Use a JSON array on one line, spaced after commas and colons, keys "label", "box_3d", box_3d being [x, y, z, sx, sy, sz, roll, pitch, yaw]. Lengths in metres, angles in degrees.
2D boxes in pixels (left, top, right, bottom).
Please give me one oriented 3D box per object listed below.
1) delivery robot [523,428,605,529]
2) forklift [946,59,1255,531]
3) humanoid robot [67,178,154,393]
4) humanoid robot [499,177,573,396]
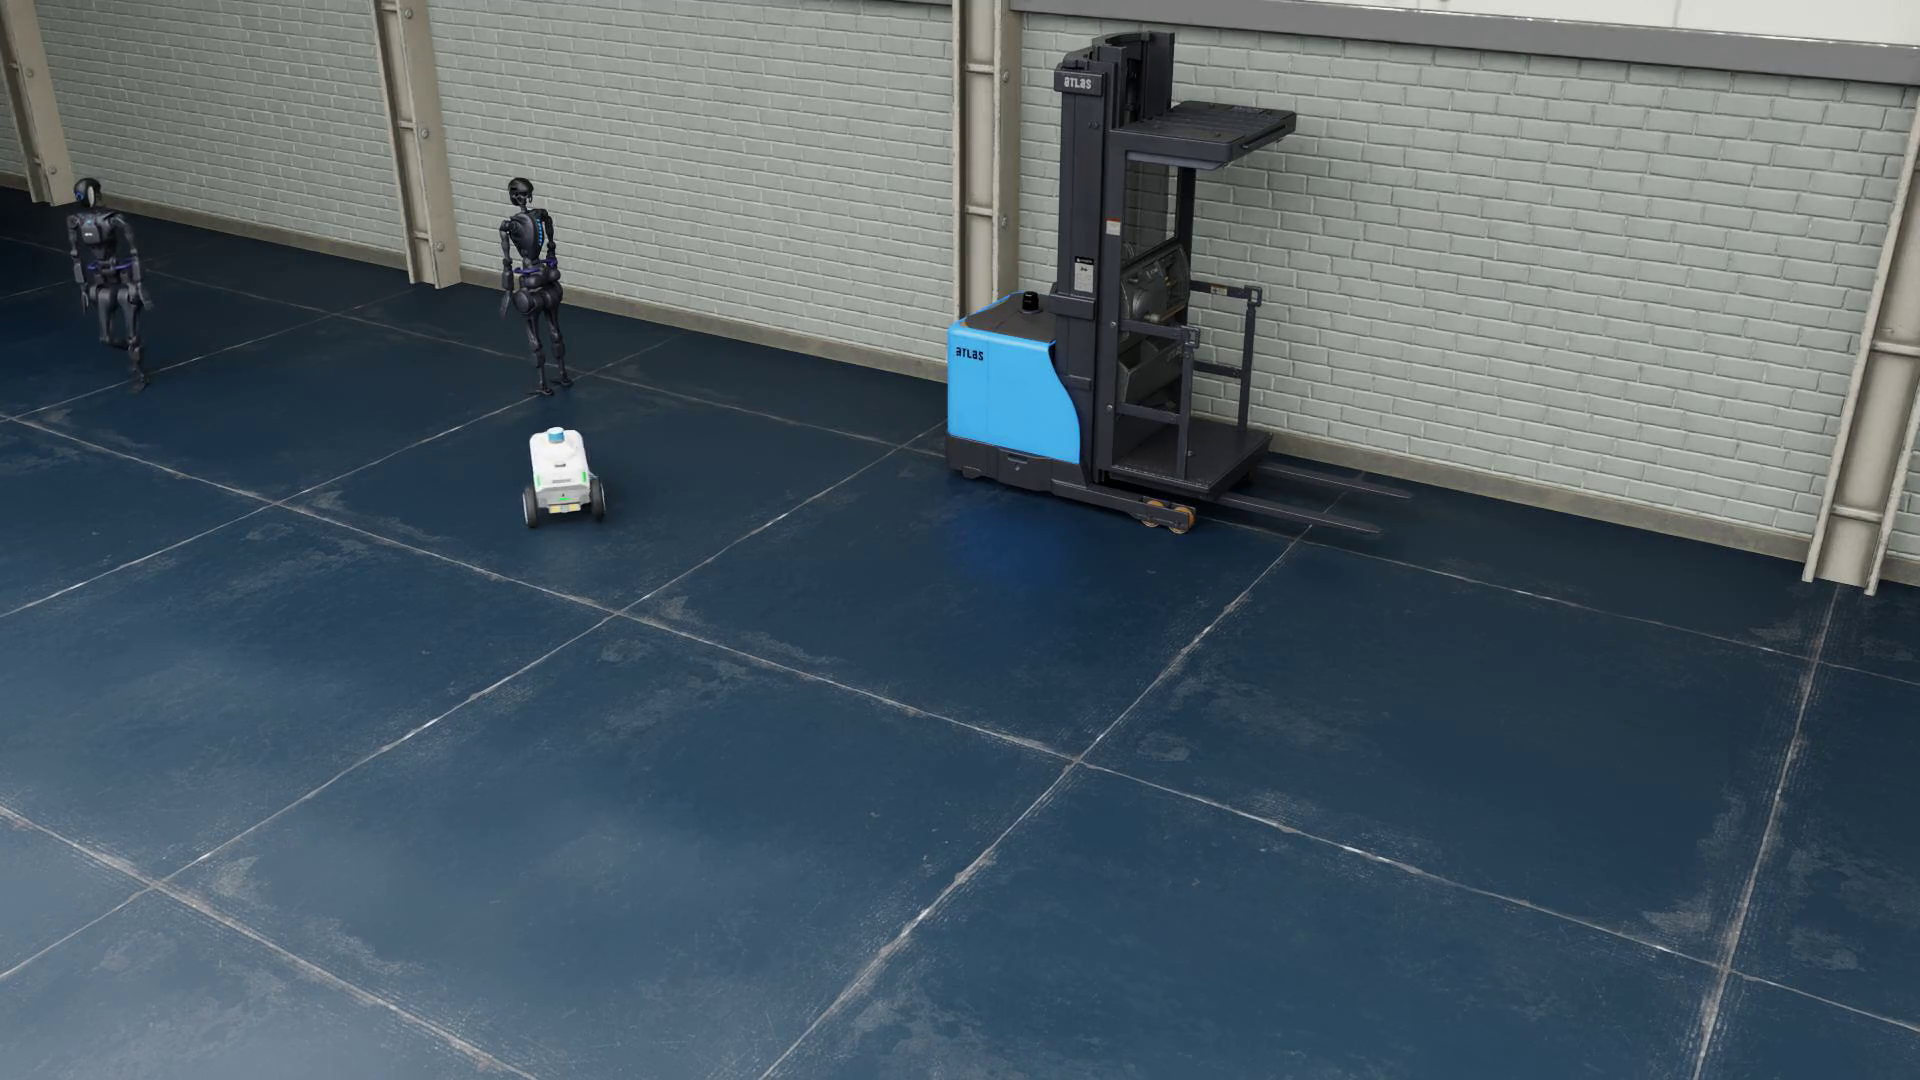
[{"label": "delivery robot", "box_3d": [-2.590, -0.419, 10.829, 0.521, 0.610, 0.781, -7, 26, -14]}, {"label": "forklift", "box_3d": [0.933, -1.707, 10.833, 1.873, 2.768, 1.129, 15, 29, 28]}, {"label": "humanoid robot", "box_3d": [-6.474, -1.988, 12.826, 0.587, 1.645, 0.482, 2, 25, 4]}, {"label": "humanoid robot", "box_3d": [-3.255, -1.935, 12.688, 0.315, 1.657, 0.599, 15, 29, 28]}]
